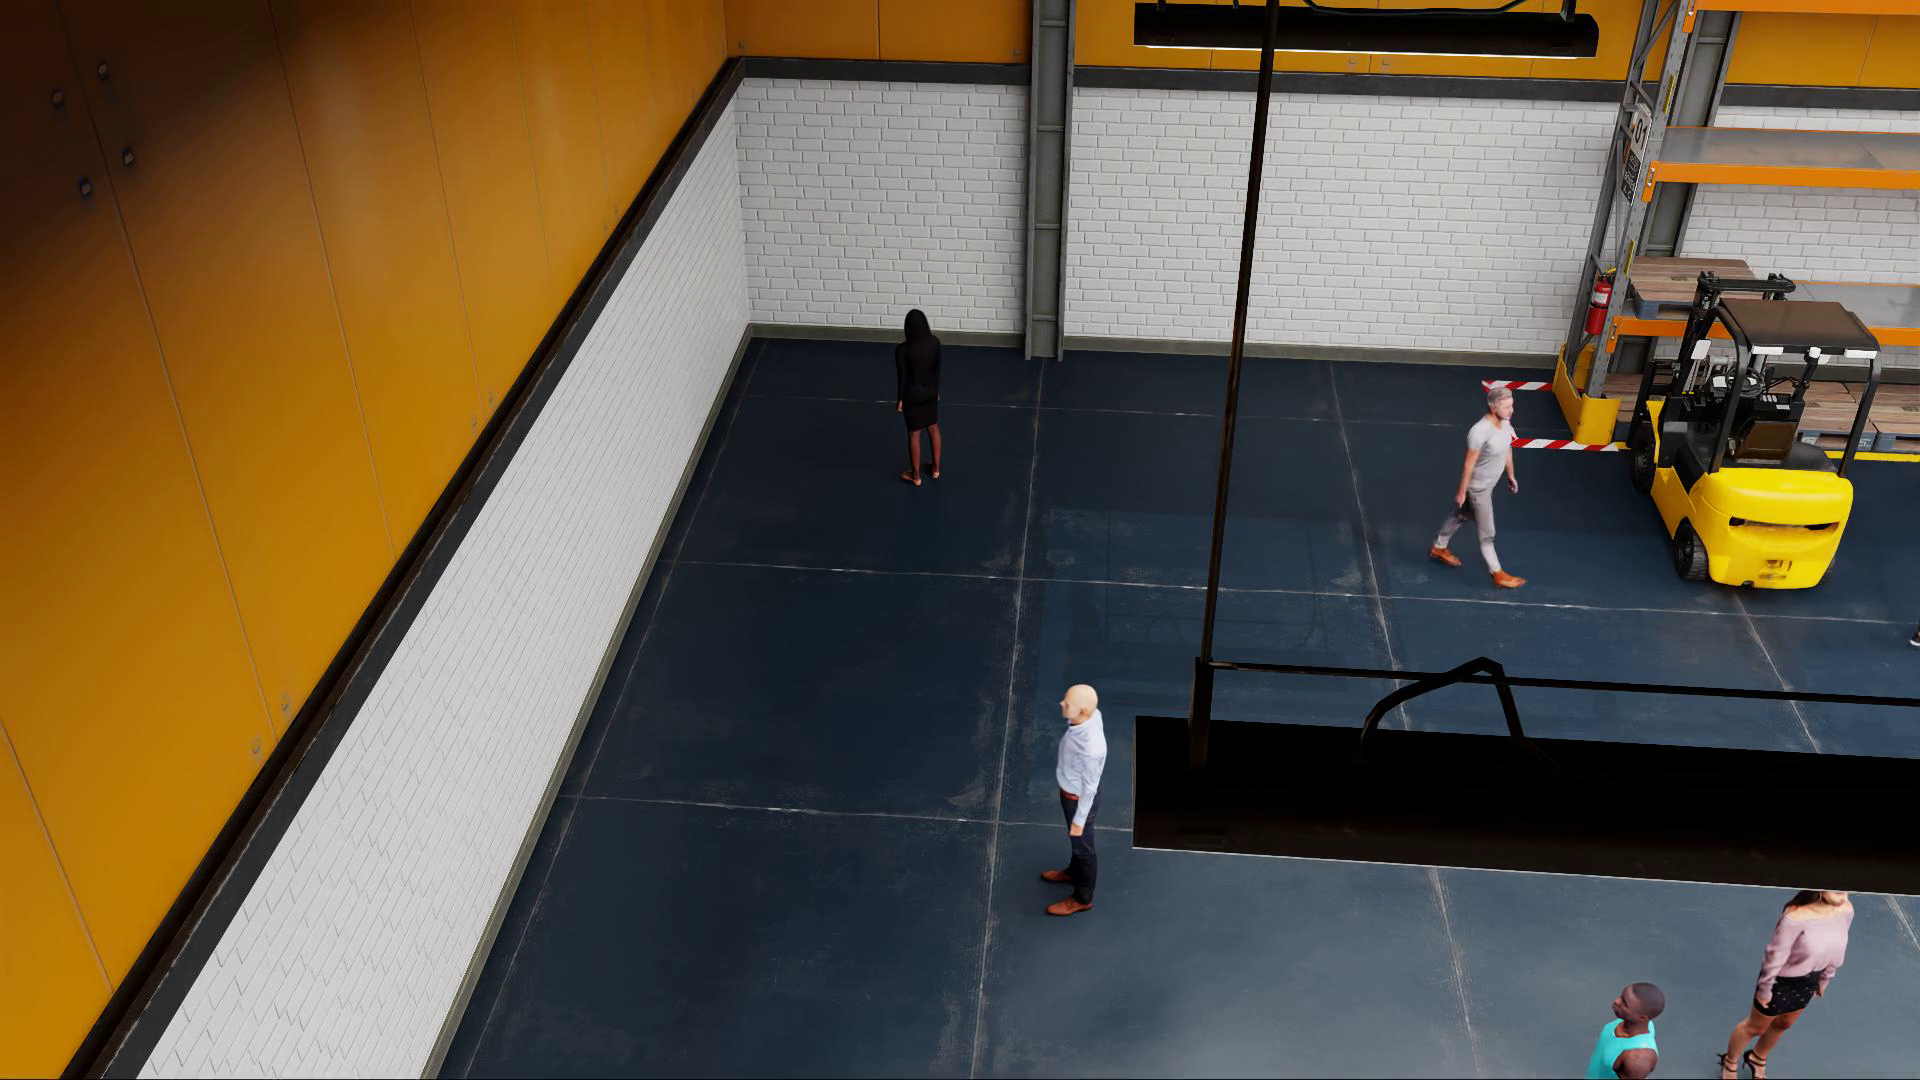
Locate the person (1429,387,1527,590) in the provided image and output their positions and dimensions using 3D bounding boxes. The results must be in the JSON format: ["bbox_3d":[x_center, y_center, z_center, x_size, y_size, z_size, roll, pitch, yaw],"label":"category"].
[{"bbox_3d":[4.230,-0.496,13.807,1.245,1.782,1.073,23,40,31],"label":"person"}]

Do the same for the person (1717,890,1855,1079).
[{"bbox_3d":[4.634,2.470,9.320,0.594,1.809,0.747,-8,34,-11],"label":"person"}]

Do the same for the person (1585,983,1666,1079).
[{"bbox_3d":[3.377,2.951,8.600,0.567,1.806,0.620,8,34,11],"label":"person"}]

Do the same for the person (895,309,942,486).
[{"bbox_3d":[-0.365,-1.307,15.083,0.652,1.721,0.747,-19,38,-26],"label":"person"}]

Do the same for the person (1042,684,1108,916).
[{"bbox_3d":[0.757,1.637,10.591,0.603,1.791,0.667,-1,34,-2],"label":"person"}]
